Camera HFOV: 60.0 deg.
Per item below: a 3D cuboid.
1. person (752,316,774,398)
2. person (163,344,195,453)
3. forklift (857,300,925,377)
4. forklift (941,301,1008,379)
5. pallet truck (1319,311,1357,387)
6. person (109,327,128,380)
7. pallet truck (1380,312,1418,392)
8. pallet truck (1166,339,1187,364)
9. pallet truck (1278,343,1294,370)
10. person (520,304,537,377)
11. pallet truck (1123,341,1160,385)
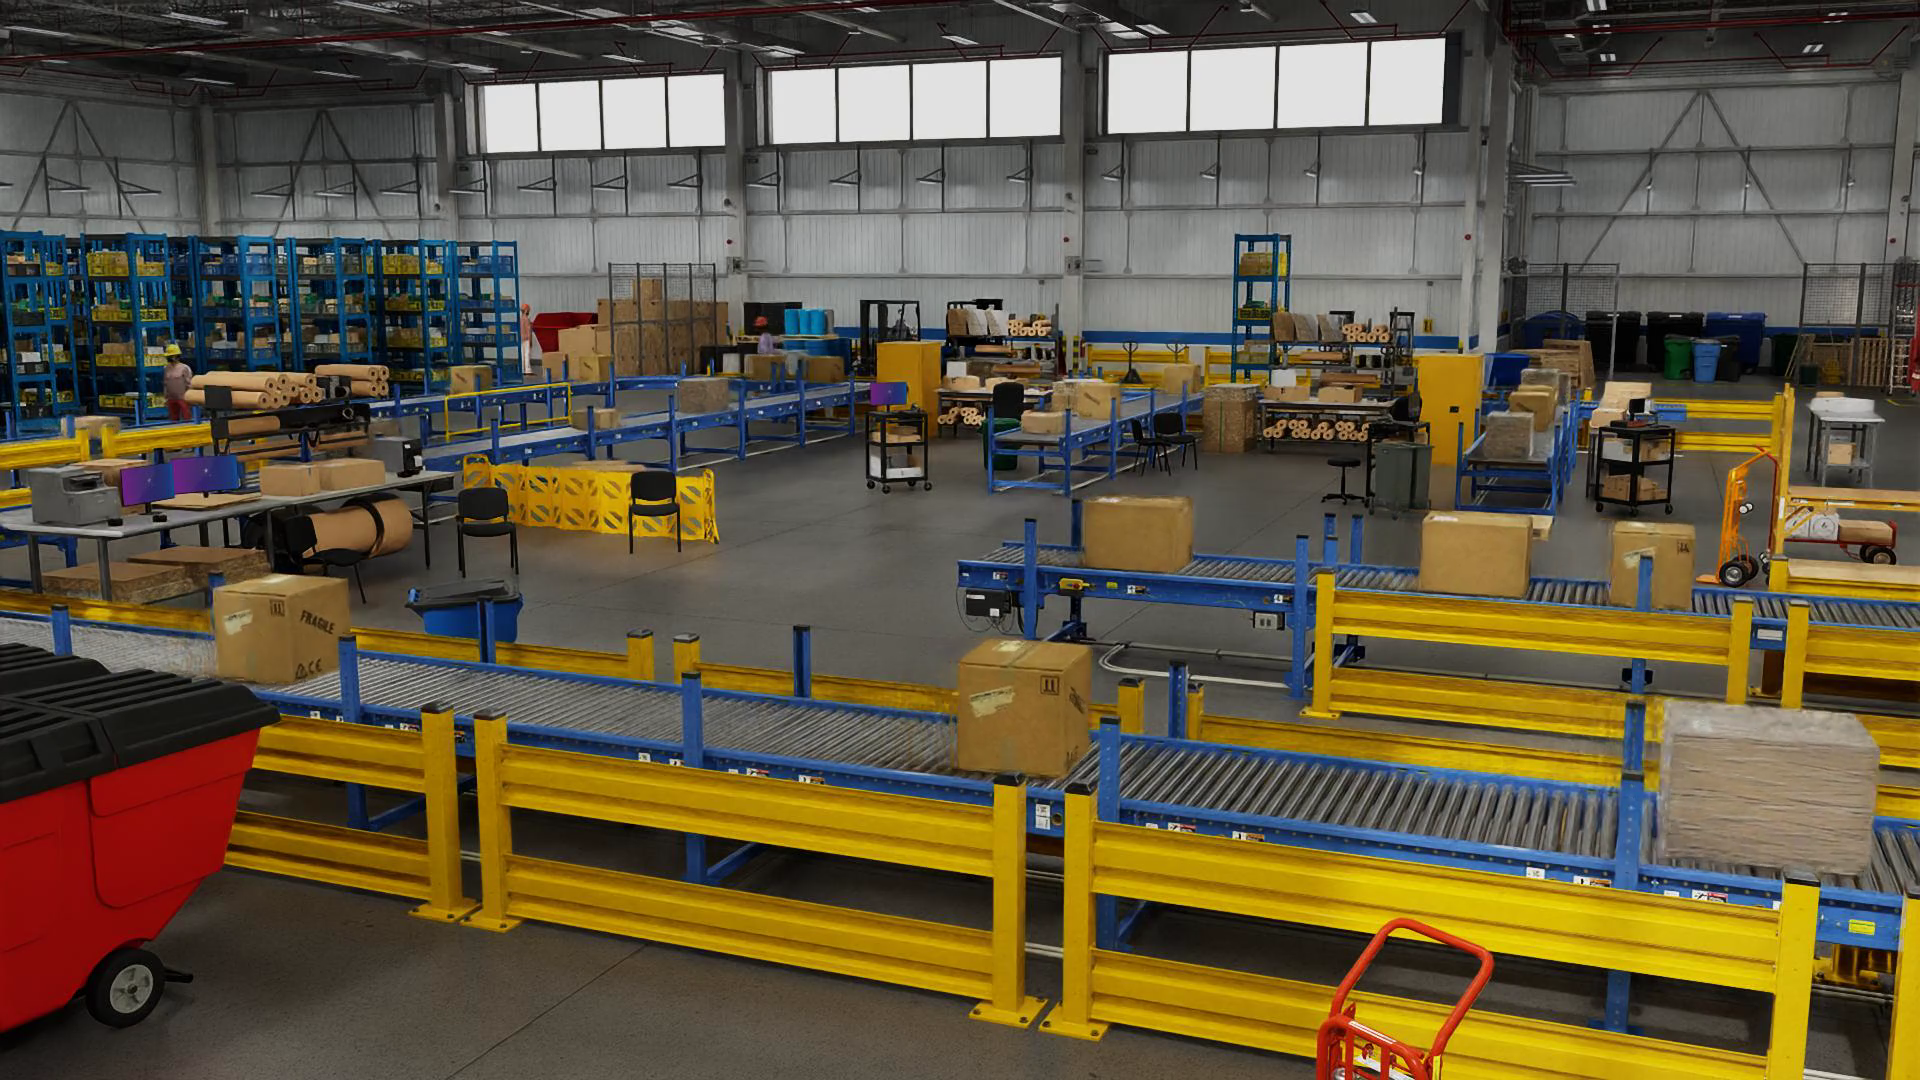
[{"bbox_3d":[-3.999,-3.635,34.491,1.059,1.998,0.624,2,10,10],"label":"person"},{"bbox_3d":[-12.683,-2.286,26.973,0.527,1.765,0.328,3,10,15],"label":"person"},{"bbox_3d":[-1.732,-5.109,42.468,1.157,1.987,2.680,4,10,22],"label":"forklift"},{"bbox_3d":[0.365,-4.966,41.571,1.157,1.987,2.680,3,10,20],"label":"forklift"},{"bbox_3d":[9.071,-4.419,39.190,0.823,1.965,1.885,5,10,26],"label":"pallet truck"},{"bbox_3d":[-18.692,-3.987,37.163,0.455,1.803,0.658,1,9,5],"label":"person"},{"bbox_3d":[10.207,-4.283,38.369,0.823,1.965,1.885,3,10,20],"label":"pallet truck"},{"bbox_3d":[5.418,-4.269,40.420,0.704,1.261,1.522,3,10,20],"label":"pallet truck"},{"bbox_3d":[7.886,-4.163,39.743,0.653,1.274,1.630,4,10,22],"label":"pallet truck"},{"bbox_3d":[-11.900,-5.476,45.595,0.375,1.997,0.611,-8,13,-42],"label":"person"},{"bbox_3d":[4.445,-4.380,41.279,0.680,1.201,1.601,4,10,22],"label":"pallet truck"}]
